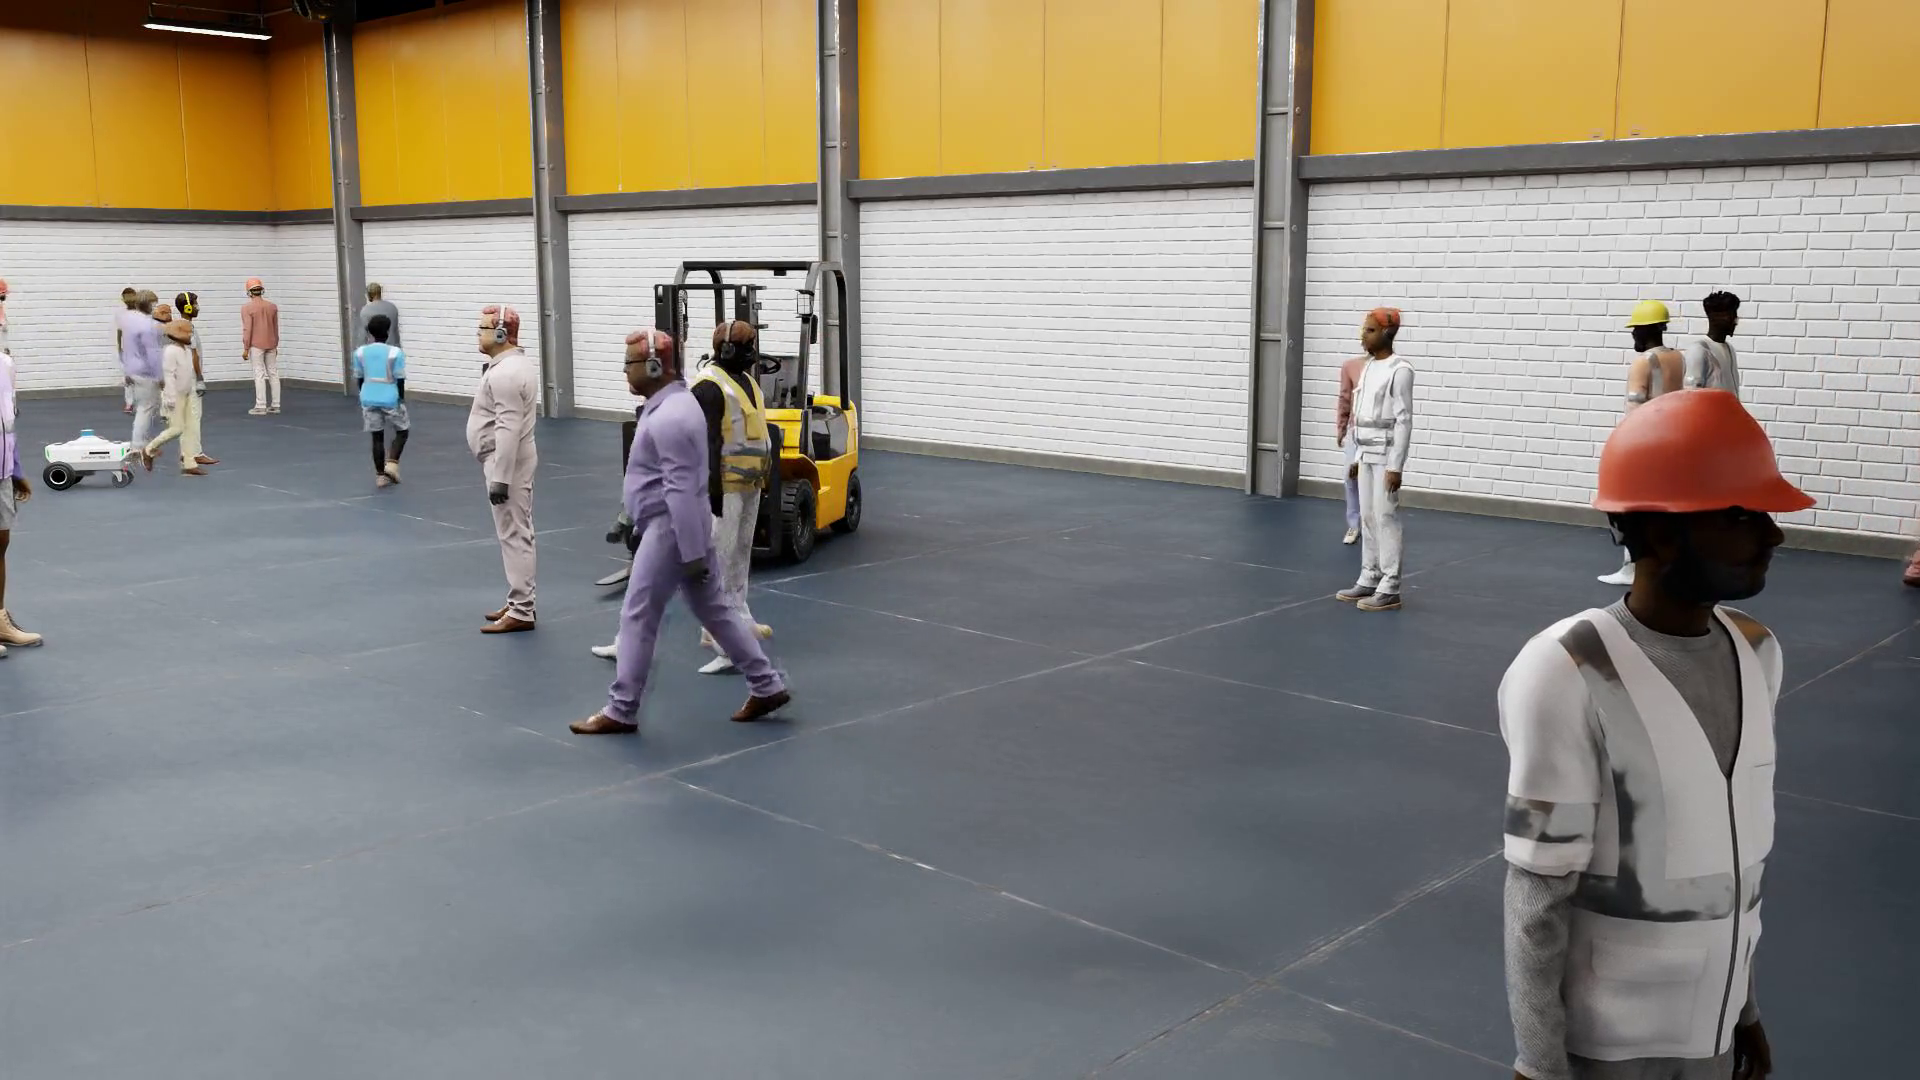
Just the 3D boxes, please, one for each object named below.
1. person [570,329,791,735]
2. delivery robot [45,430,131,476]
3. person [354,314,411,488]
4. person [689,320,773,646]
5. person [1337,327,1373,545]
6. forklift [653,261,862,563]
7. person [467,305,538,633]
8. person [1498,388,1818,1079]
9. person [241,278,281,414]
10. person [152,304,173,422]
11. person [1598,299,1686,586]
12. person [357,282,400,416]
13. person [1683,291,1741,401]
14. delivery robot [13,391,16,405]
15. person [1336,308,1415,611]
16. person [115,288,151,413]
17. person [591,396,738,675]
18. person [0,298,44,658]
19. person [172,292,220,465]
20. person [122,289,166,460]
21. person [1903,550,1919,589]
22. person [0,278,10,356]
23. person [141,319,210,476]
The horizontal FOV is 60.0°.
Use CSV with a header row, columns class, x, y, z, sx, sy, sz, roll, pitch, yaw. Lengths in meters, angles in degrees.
class,x,y,z,sx,sy,sz,roll,pitch,yaw
person,-1.261,-0.034,7.595,0.982,1.860,0.634,0,9,-2
delivery robot,-8.458,-0.829,16.152,0.707,0.478,0.477,-3,10,-17
person,-5.575,-1.336,16.086,0.538,1.685,0.360,1,9,4
person,-1.274,-0.315,9.399,0.428,1.838,0.627,3,10,18
person,3.149,-0.823,12.733,0.546,1.745,0.570,3,10,20
forklift,-1.552,-1.040,12.721,1.214,2.155,2.313,2,9,11
person,-2.674,-0.416,9.759,0.407,1.913,0.641,-2,9,-10
person,1.085,0.732,2.622,0.552,1.942,0.342,-5,11,-29
person,-10.223,-2.826,24.295,0.391,1.989,0.610,5,10,27
person,-10.990,-2.446,23.053,0.282,1.633,0.500,-8,12,-40
person,4.602,-0.647,11.165,0.593,1.918,0.389,-7,12,-37
person,-8.452,-2.740,23.952,0.672,1.923,0.661,5,10,27
person,5.432,-0.816,12.042,0.618,1.963,0.361,-9,13,-43
delivery robot,-13.757,-2.046,23.614,0.707,0.478,0.477,5,11,30
person,2.598,-0.499,10.382,0.386,1.880,0.612,-2,9,-12
person,-12.139,-2.780,24.486,0.516,1.844,0.775,-3,10,-20
person,-1.527,-0.085,8.731,0.895,1.585,0.520,1,9,9
person,-5.334,-0.373,9.118,0.404,2.034,0.609,1,9,8
person,-8.339,-1.749,18.057,0.531,1.871,0.322,8,12,42
person,-9.003,-1.826,18.463,0.662,1.898,0.556,9,13,43
person,6.684,-0.535,10.709,1.015,1.856,0.646,2,9,11
person,-14.047,-2.824,24.261,0.459,1.999,0.661,-5,11,-28
person,-8.051,-1.455,17.025,0.596,1.609,0.512,0,9,2
